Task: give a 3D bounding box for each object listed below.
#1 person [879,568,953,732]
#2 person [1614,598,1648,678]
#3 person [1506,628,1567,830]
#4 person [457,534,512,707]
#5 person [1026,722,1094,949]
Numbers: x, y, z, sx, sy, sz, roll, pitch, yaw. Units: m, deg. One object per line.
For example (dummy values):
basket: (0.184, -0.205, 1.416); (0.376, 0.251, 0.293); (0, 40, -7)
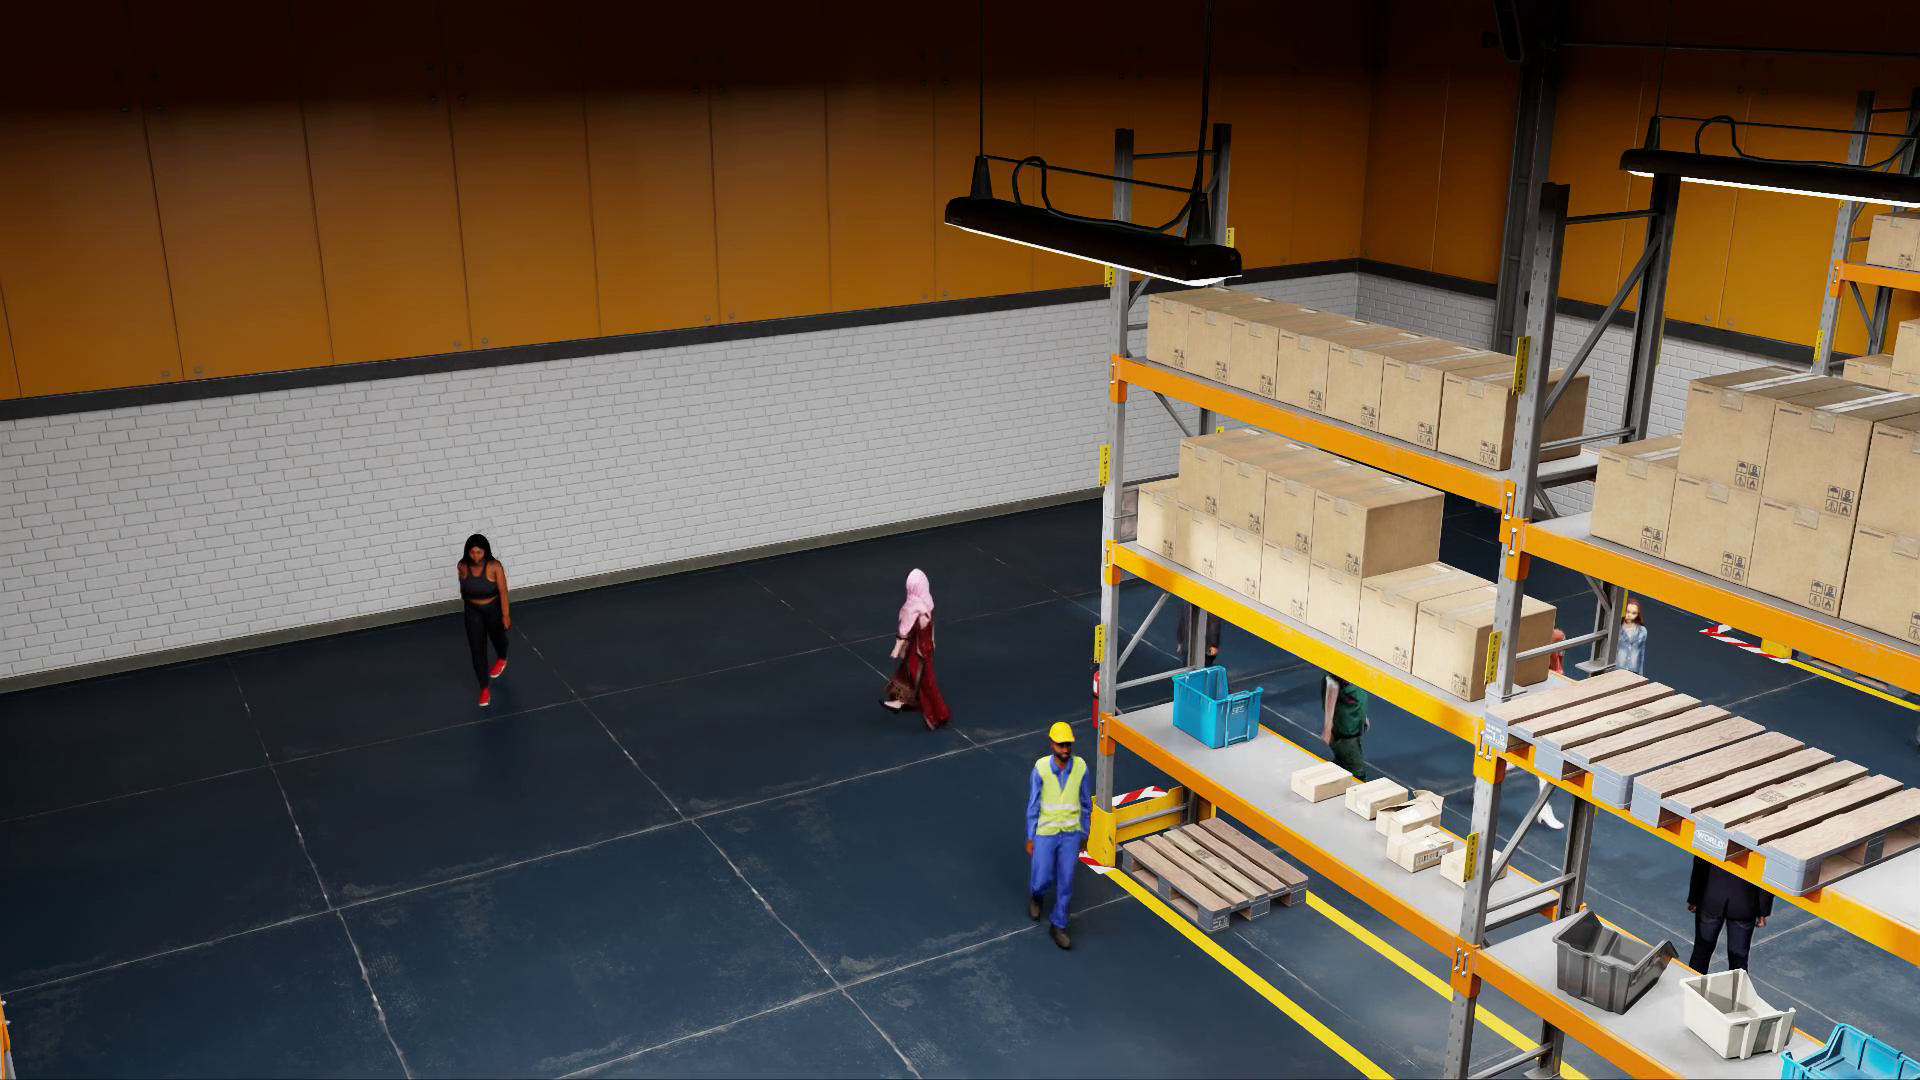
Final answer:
person: (-0.351, 1.078, 16.302); (1.167, 1.618, 1.040); (8, 20, 21)
person: (6.363, 1.257, 15.992); (0.632, 1.476, 0.648); (0, 19, 1)
person: (4.970, 1.610, 14.428); (1.129, 1.806, 0.907); (12, 22, 31)
person: (-4.877, 0.742, 17.108); (1.046, 1.741, 1.379); (-1, 19, -2)
person: (0.717, 2.196, 12.688); (0.812, 1.805, 0.929); (-4, 19, -12)
